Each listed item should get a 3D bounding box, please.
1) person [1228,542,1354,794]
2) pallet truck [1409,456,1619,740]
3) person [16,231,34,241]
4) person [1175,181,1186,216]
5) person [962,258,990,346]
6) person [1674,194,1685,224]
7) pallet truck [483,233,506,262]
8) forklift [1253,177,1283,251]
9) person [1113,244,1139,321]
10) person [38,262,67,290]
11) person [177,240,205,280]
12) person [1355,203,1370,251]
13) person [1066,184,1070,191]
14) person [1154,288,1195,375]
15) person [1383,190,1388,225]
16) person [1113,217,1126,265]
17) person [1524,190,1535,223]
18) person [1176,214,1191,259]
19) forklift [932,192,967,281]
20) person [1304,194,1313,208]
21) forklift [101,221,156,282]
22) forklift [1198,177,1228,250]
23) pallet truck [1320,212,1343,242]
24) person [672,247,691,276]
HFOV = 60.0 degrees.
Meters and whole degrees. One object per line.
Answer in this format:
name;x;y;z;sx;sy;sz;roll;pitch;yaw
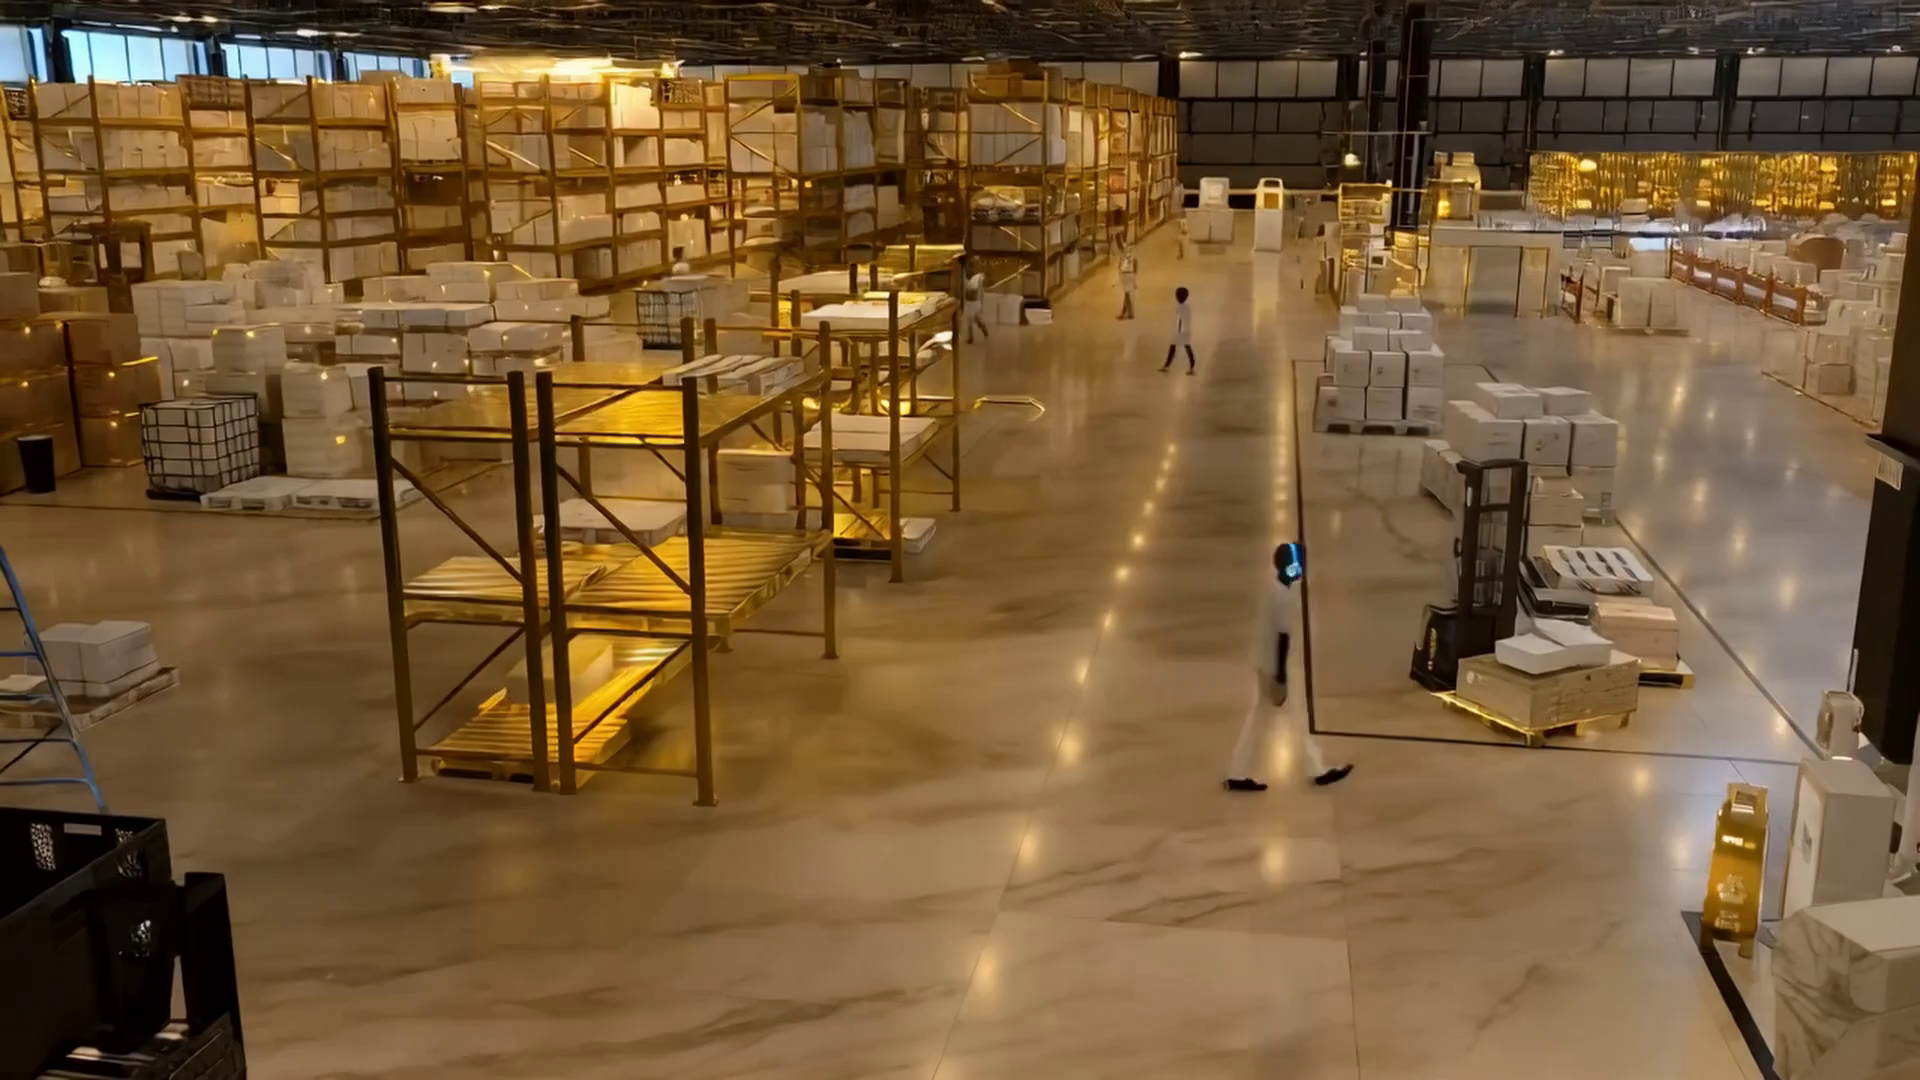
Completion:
person;2.330;0.901;11.712;0.946;1.822;0.555;-3;14;-13
pallet truck;4.504;0.400;13.395;0.823;1.965;1.885;-6;15;-23
person;-28.449;-8.609;50.723;0.545;1.620;0.457;-8;16;-28
person;12.050;-18.791;91.549;0.670;1.880;0.772;-4;14;-16
person;0.328;-5.194;36.310;0.595;1.902;0.618;13;19;42
person;31.531;-14.261;73.176;0.952;1.860;0.678;3;14;12
pallet truck;-11.832;-7.026;43.548;1.885;1.965;0.823;8;16;28
forklift;12.083;-12.747;64.956;1.129;2.768;1.873;3;14;10
person;4.102;-6.377;41.152;0.554;1.875;1.012;11;18;38
person;-18.770;-4.774;34.572;0.734;1.945;0.624;7;16;27
person;-19.789;-6.782;42.835;0.665;1.871;0.830;-7;16;-27
person;15.559;-12.047;64.111;0.959;1.900;0.654;-10;17;-35
person;5.730;-18.523;90.598;0.593;1.809;0.443;2;14;7
person;4.188;-4.015;32.005;0.847;1.650;0.554;8;16;31
person;20.907;-16.282;81.646;0.338;1.744;0.560;7;16;28
person;5.562;-10.437;58.030;0.404;1.671;0.624;12;18;40
person;27.454;-15.937;80.062;0.457;1.828;0.595;-1;14;-4
person;8.121;-11.090;60.752;0.539;1.656;0.877;13;19;43
forklift;-0.336;-8.885;49.277;1.129;2.768;1.873;3;14;10
person;15.703;-14.586;74.618;0.591;1.812;0.605;4;14;16
forklift;-16.772;-5.070;33.789;1.129;2.768;1.873;3;14;10
forklift;10.046;-12.947;65.768;1.129;2.768;1.873;3;14;10
pallet truck;15.874;-13.227;70.310;0.680;1.201;1.601;10;17;35
person;-6.503;-5.928;39.185;0.708;1.945;0.613;9;16;32
